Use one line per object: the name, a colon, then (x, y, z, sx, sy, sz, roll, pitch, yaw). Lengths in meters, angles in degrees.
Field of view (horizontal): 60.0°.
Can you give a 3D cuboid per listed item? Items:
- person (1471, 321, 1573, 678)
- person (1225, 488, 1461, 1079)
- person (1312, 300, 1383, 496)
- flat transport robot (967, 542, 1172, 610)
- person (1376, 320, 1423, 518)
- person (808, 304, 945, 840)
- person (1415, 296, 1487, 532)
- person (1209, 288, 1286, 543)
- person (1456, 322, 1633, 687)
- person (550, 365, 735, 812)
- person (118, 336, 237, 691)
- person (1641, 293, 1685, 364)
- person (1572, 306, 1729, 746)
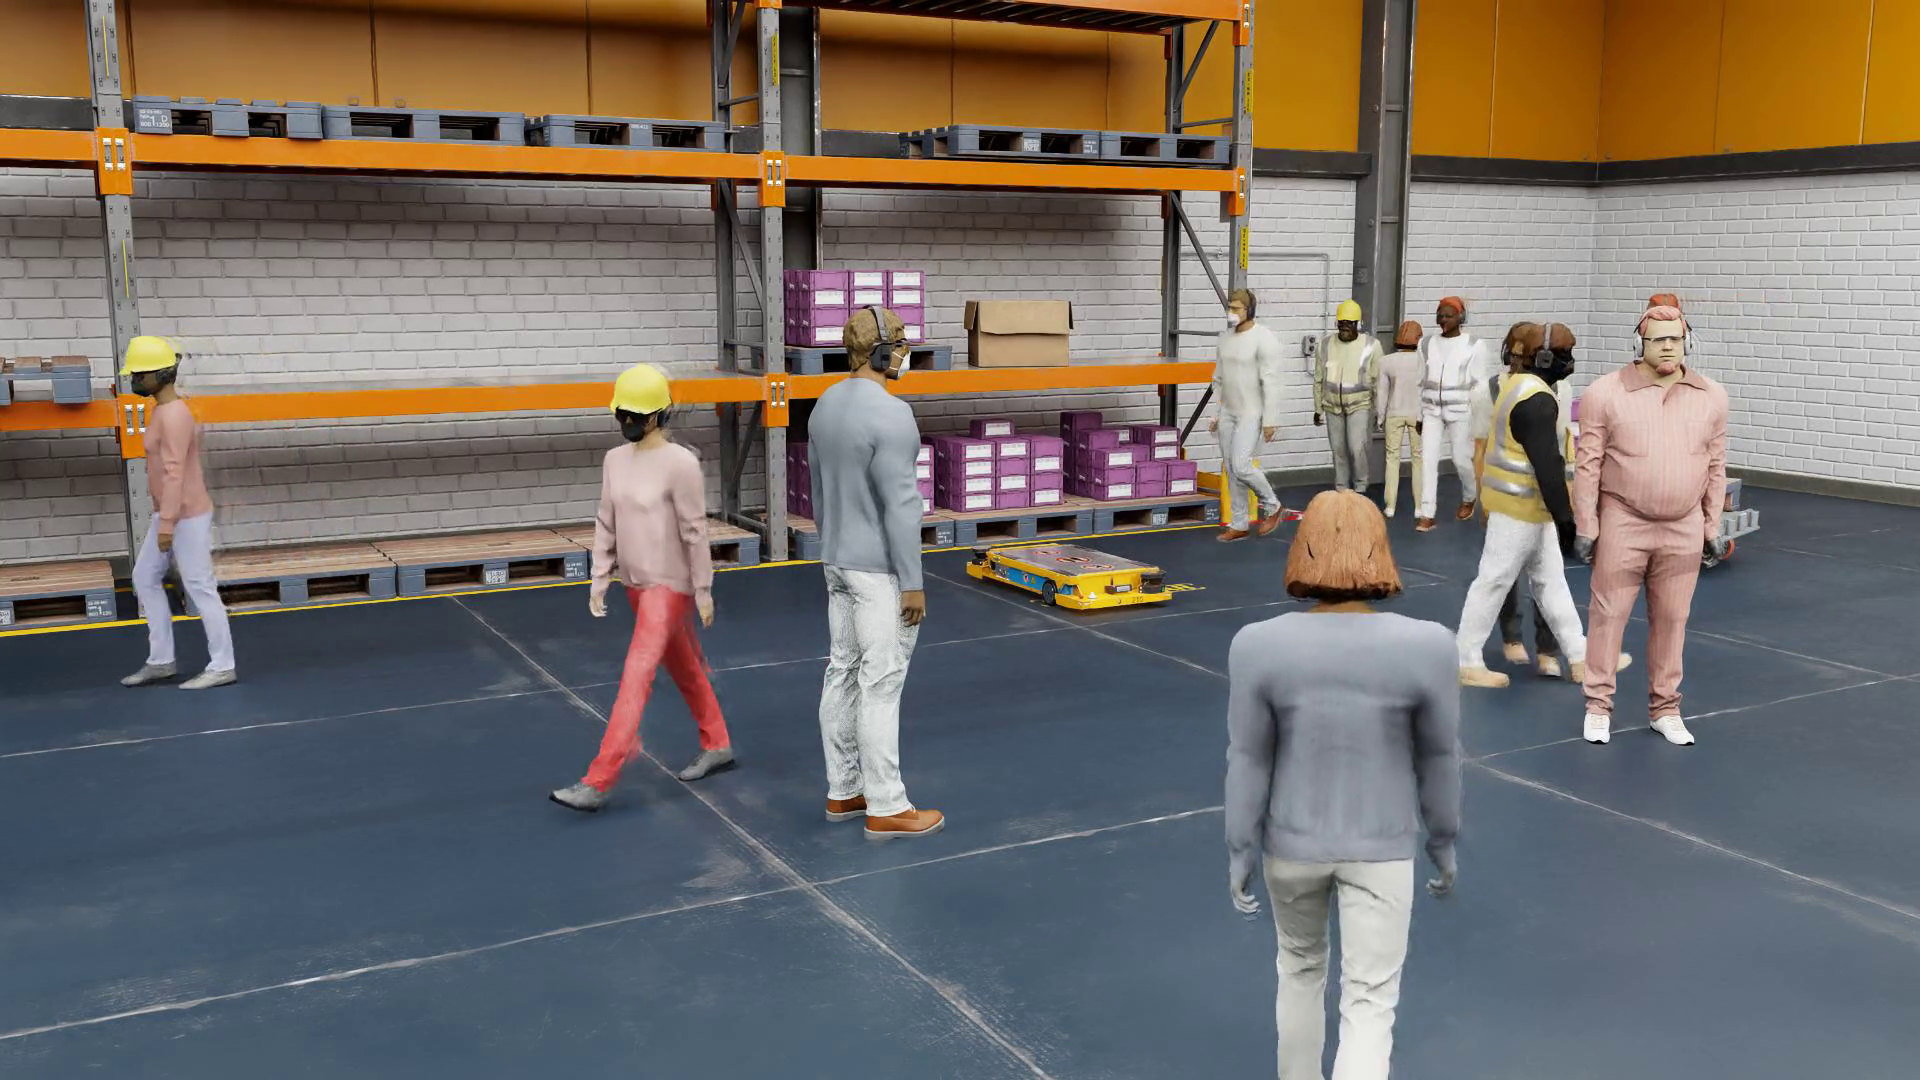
person: (2.863, -0.205, 8.449, 0.544, 1.799, 0.790, 2, 9, 11)
person: (0.818, 0.689, 3.618, 0.500, 1.602, 0.788, 3, 10, 17)
person: (3.322, -1.153, 14.263, 0.598, 1.799, 0.538, 5, 11, 29)
flat transport robot: (0.667, 0.207, 10.595, 0.652, 0.197, 1.431, -5, 11, -28)
person: (3.699, -0.996, 13.785, 0.501, 1.633, 0.285, 4, 10, 21)
person: (-0.320, 0.116, 6.077, 0.371, 1.941, 0.627, -6, 11, -33)
person: (3.922, -1.016, 13.258, 0.584, 1.856, 0.892, 7, 11, 36)
person: (2.138, -0.925, 12.493, 0.480, 1.925, 0.629, -5, 11, -29)
person: (2.868, -0.146, 8.099, 0.937, 1.796, 0.637, 3, 10, 17)
person: (-1.225, 0.172, 6.436, 0.553, 1.699, 0.952, 8, 12, 41)
person: (-3.879, -0.111, 8.048, 0.661, 1.736, 0.551, -5, 11, -29)
person: (5.426, -0.986, 13.005, 0.412, 1.868, 0.580, 2, 10, 12)
person: (2.994, -0.055, 7.217, 0.651, 1.907, 0.409, 1, 9, 4)
